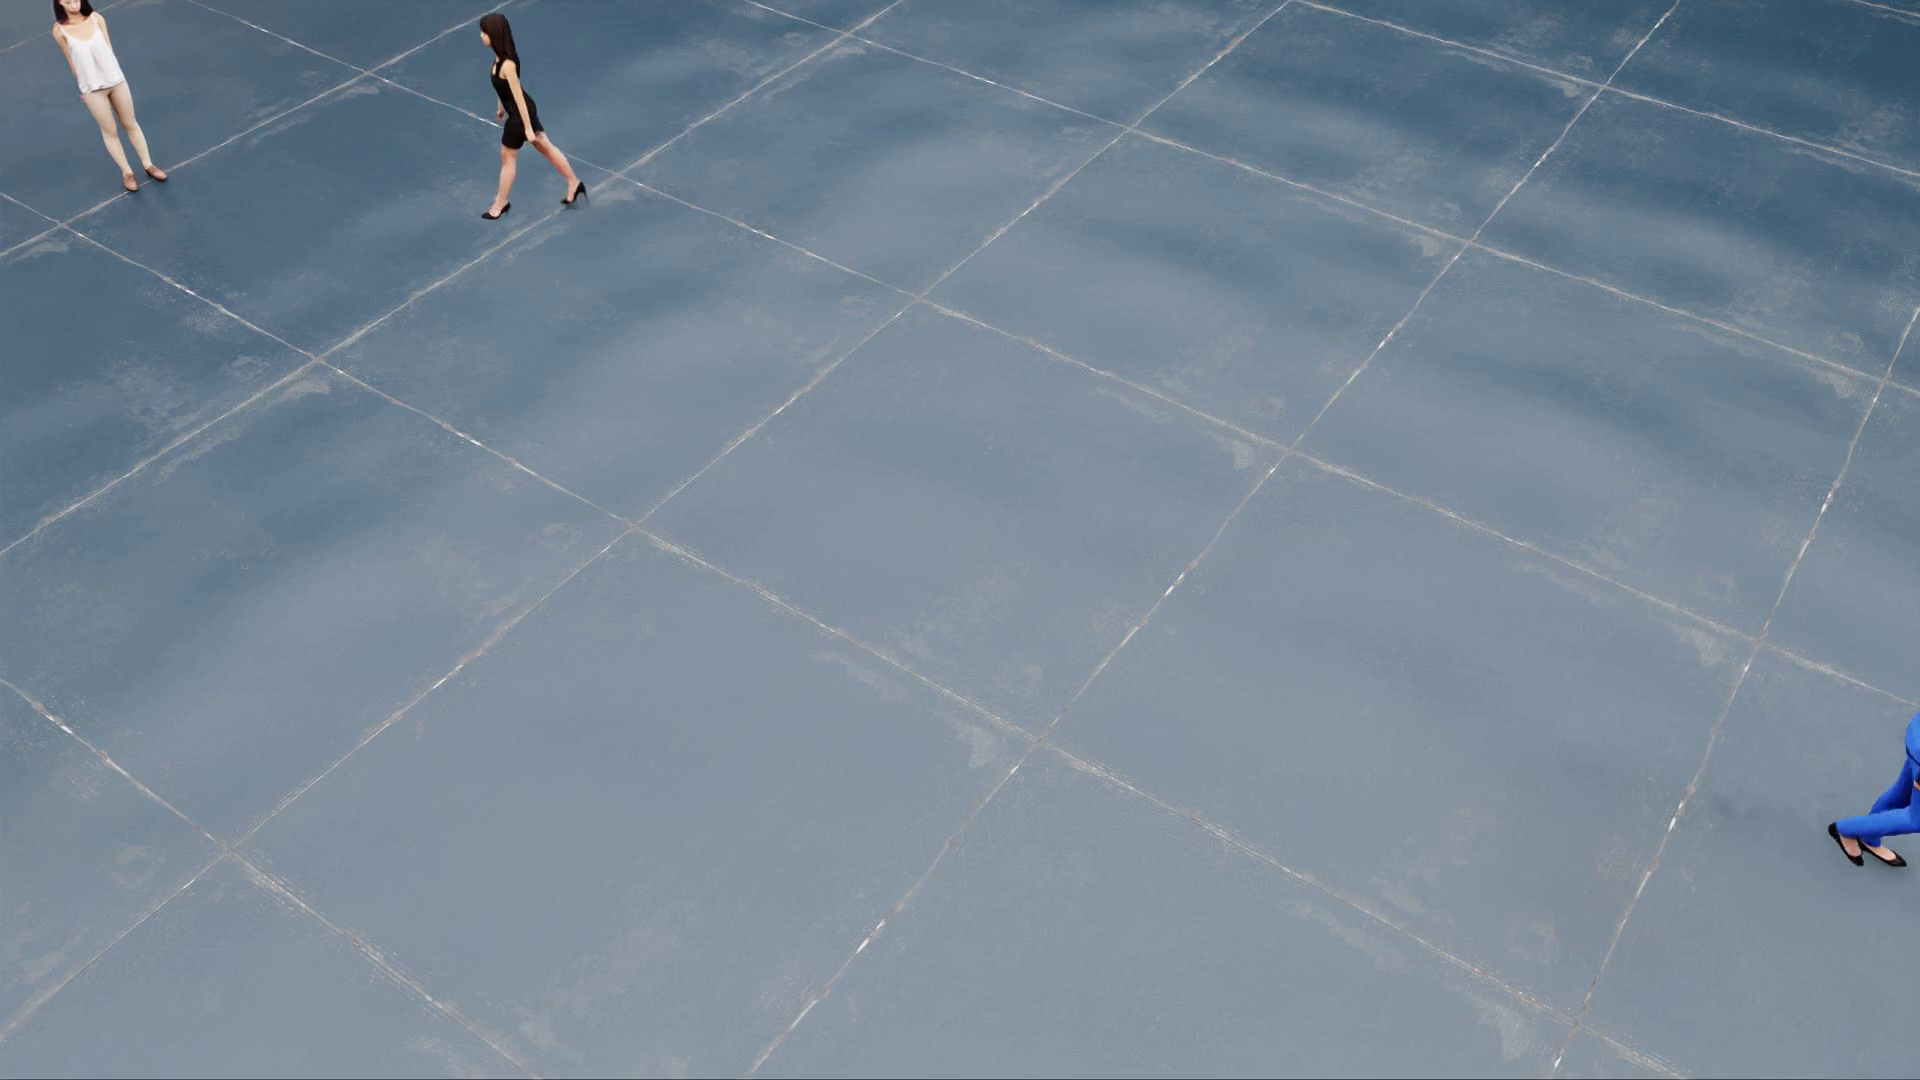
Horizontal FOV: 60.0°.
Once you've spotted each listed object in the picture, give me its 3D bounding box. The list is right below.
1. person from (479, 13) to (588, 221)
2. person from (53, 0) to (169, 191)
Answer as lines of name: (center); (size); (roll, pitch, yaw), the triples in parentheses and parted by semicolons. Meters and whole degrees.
person: (-3.187, -3.139, 12.409); (1.035, 1.596, 1.041); (-11, 44, -12)
person: (-6.596, -3.513, 12.769); (0.572, 1.652, 0.629); (26, 49, 25)
